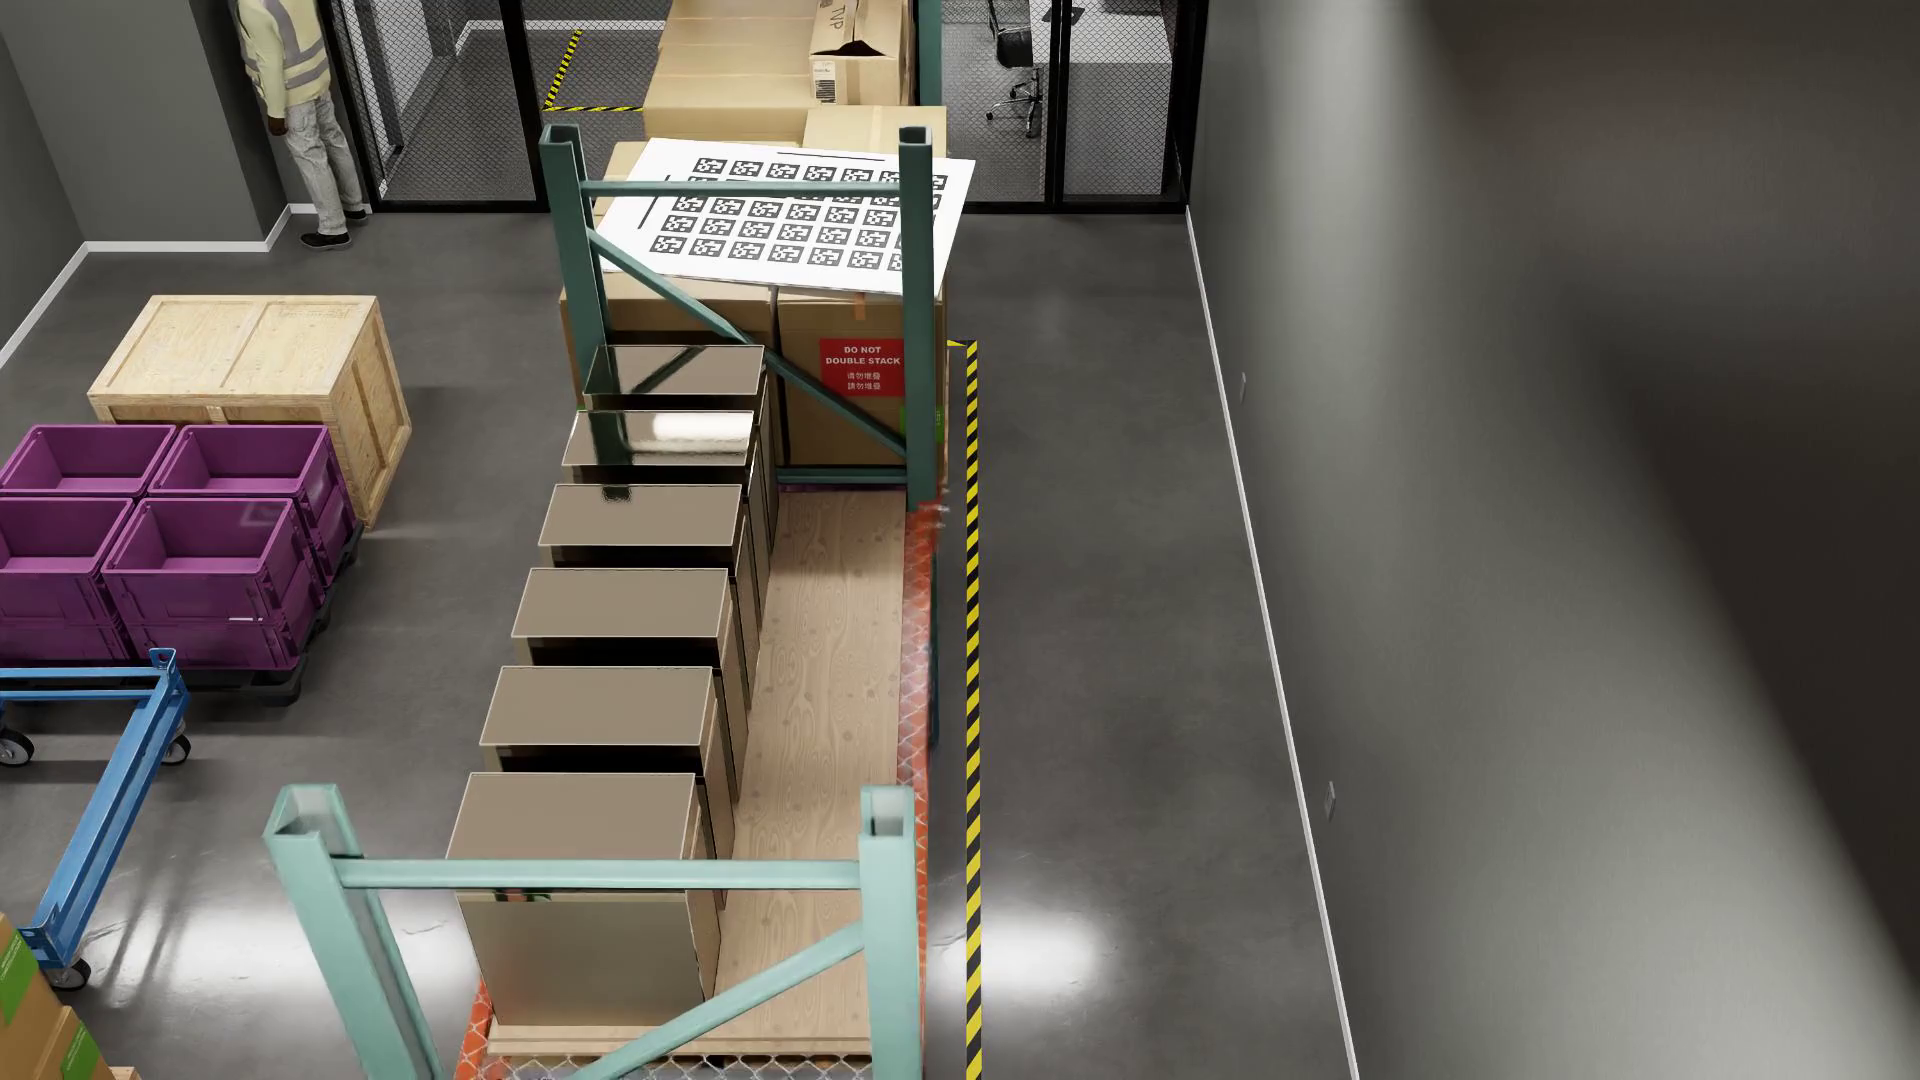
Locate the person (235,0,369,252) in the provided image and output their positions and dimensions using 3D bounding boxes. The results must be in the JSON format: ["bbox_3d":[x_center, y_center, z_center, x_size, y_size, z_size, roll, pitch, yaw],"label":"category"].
[{"bbox_3d":[-3.493,-2.389,8.696,0.403,1.831,0.597,6,41,6],"label":"person"}]
